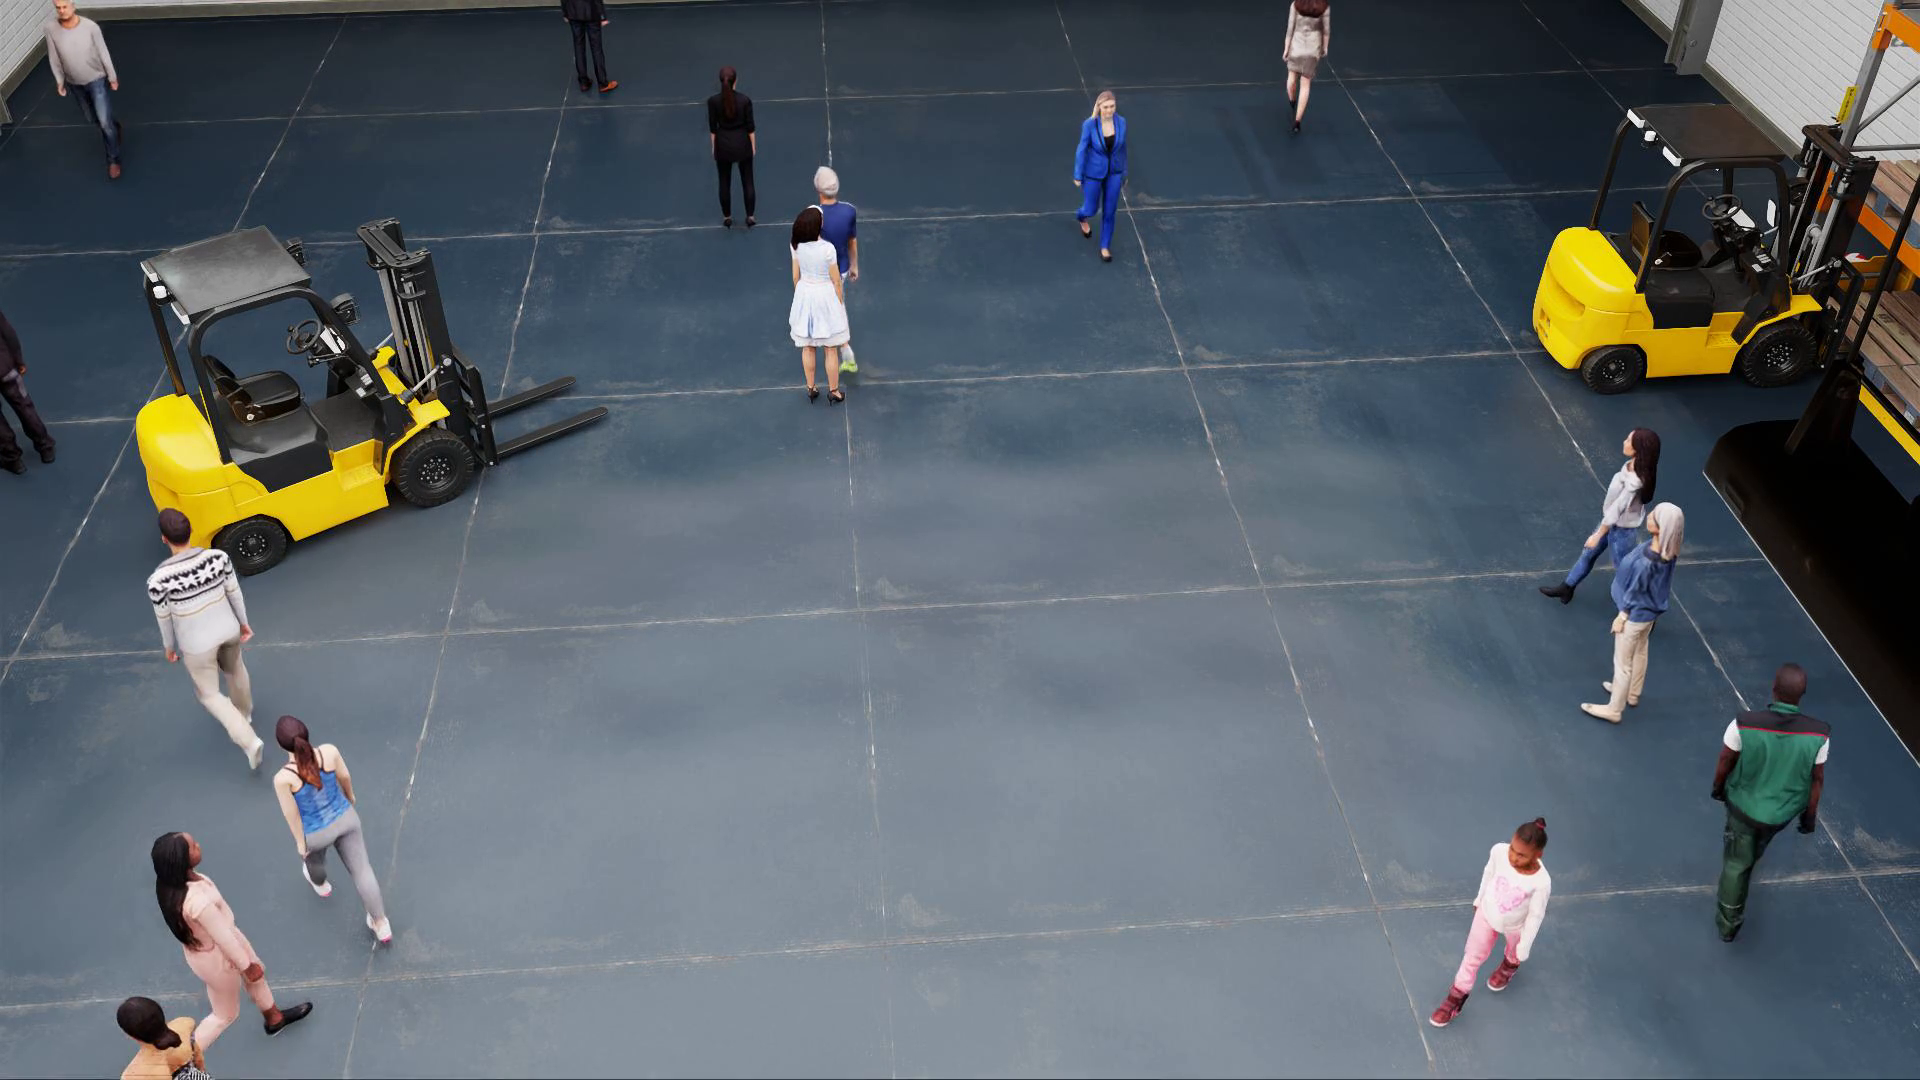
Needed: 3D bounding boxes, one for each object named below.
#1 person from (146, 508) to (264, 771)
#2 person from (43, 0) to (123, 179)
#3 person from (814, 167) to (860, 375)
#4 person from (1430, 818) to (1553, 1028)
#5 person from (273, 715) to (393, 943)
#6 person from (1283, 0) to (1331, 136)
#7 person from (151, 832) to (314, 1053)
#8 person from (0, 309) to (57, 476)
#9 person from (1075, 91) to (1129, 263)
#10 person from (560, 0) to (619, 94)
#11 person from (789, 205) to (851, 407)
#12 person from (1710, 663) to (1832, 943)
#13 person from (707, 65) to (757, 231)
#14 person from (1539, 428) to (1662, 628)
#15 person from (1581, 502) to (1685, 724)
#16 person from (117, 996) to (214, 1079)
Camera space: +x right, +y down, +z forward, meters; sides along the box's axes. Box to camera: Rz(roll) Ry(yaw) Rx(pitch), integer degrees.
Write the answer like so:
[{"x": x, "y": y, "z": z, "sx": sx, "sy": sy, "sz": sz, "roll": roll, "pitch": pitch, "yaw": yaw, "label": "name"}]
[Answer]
[{"x": -4.719, "y": 0.628, "z": 10.493, "sx": 1.139, "sy": 1.846, "sz": 1.083, "roll": 28, "pitch": 47, "yaw": 31, "label": "person"}, {"x": -9.025, "y": -4.777, "z": 17.237, "sx": 0.702, "sy": 1.876, "sz": 1.157, "roll": -3, "pitch": 39, "yaw": -4, "label": "person"}, {"x": -1.081, "y": -2.244, "z": 14.132, "sx": 1.016, "sy": 1.792, "sz": 1.235, "roll": -22, "pitch": 44, "yaw": -26, "label": "person"}, {"x": 3.027, "y": 2.028, "z": 9.091, "sx": 0.984, "sy": 1.408, "sz": 0.981, "roll": -30, "pitch": 48, "yaw": -32, "label": "person"}, {"x": -3.547, "y": 1.661, "z": 9.421, "sx": 1.003, "sy": 1.571, "sz": 1.112, "roll": -32, "pitch": 48, "yaw": -33, "label": "person"}, {"x": 3.705, "y": -5.207, "z": 17.905, "sx": 0.850, "sy": 1.714, "sz": 1.081, "roll": 10, "pitch": 40, "yaw": 12, "label": "person"}, {"x": -3.942, "y": 2.208, "z": 8.635, "sx": 1.062, "sy": 1.696, "sz": 1.108, "roll": -27, "pitch": 46, "yaw": -30, "label": "person"}, {"x": -7.589, "y": -1.341, "z": 12.976, "sx": 0.794, "sy": 1.823, "sz": 0.814, "roll": -29, "pitch": 47, "yaw": -31, "label": "person"}, {"x": 1.323, "y": -3.495, "z": 15.787, "sx": 0.759, "sy": 1.682, "sz": 0.884, "roll": -12, "pitch": 40, "yaw": -14, "label": "person"}, {"x": -4.247, "y": -5.943, "z": 18.758, "sx": 0.761, "sy": 1.800, "sz": 0.723, "roll": 11, "pitch": 40, "yaw": 14, "label": "person"}, {"x": -1.167, "y": -1.914, "z": 13.699, "sx": 0.812, "sy": 1.818, "sz": 0.849, "roll": 11, "pitch": 40, "yaw": 13, "label": "person"}, {"x": 4.508, "y": 1.562, "z": 9.367, "sx": 0.953, "sy": 1.791, "sz": 1.124, "roll": 13, "pitch": 40, "yaw": 16, "label": "person"}, {"x": -2.212, "y": -3.801, "z": 16.189, "sx": 0.578, "sy": 1.660, "sz": 0.524, "roll": -3, "pitch": 39, "yaw": -3, "label": "person"}, {"x": 4.658, "y": -0.030, "z": 11.520, "sx": 1.002, "sy": 1.593, "sz": 1.075, "roll": 17, "pitch": 42, "yaw": 20, "label": "person"}, {"x": 4.429, "y": 0.463, "z": 10.822, "sx": 0.760, "sy": 1.694, "sz": 0.711, "roll": 32, "pitch": 48, "yaw": 33, "label": "person"}, {"x": -3.540, "y": 2.779, "z": 7.828, "sx": 0.768, "sy": 1.810, "sz": 0.673, "roll": 16, "pitch": 41, "yaw": 19, "label": "person"}]
